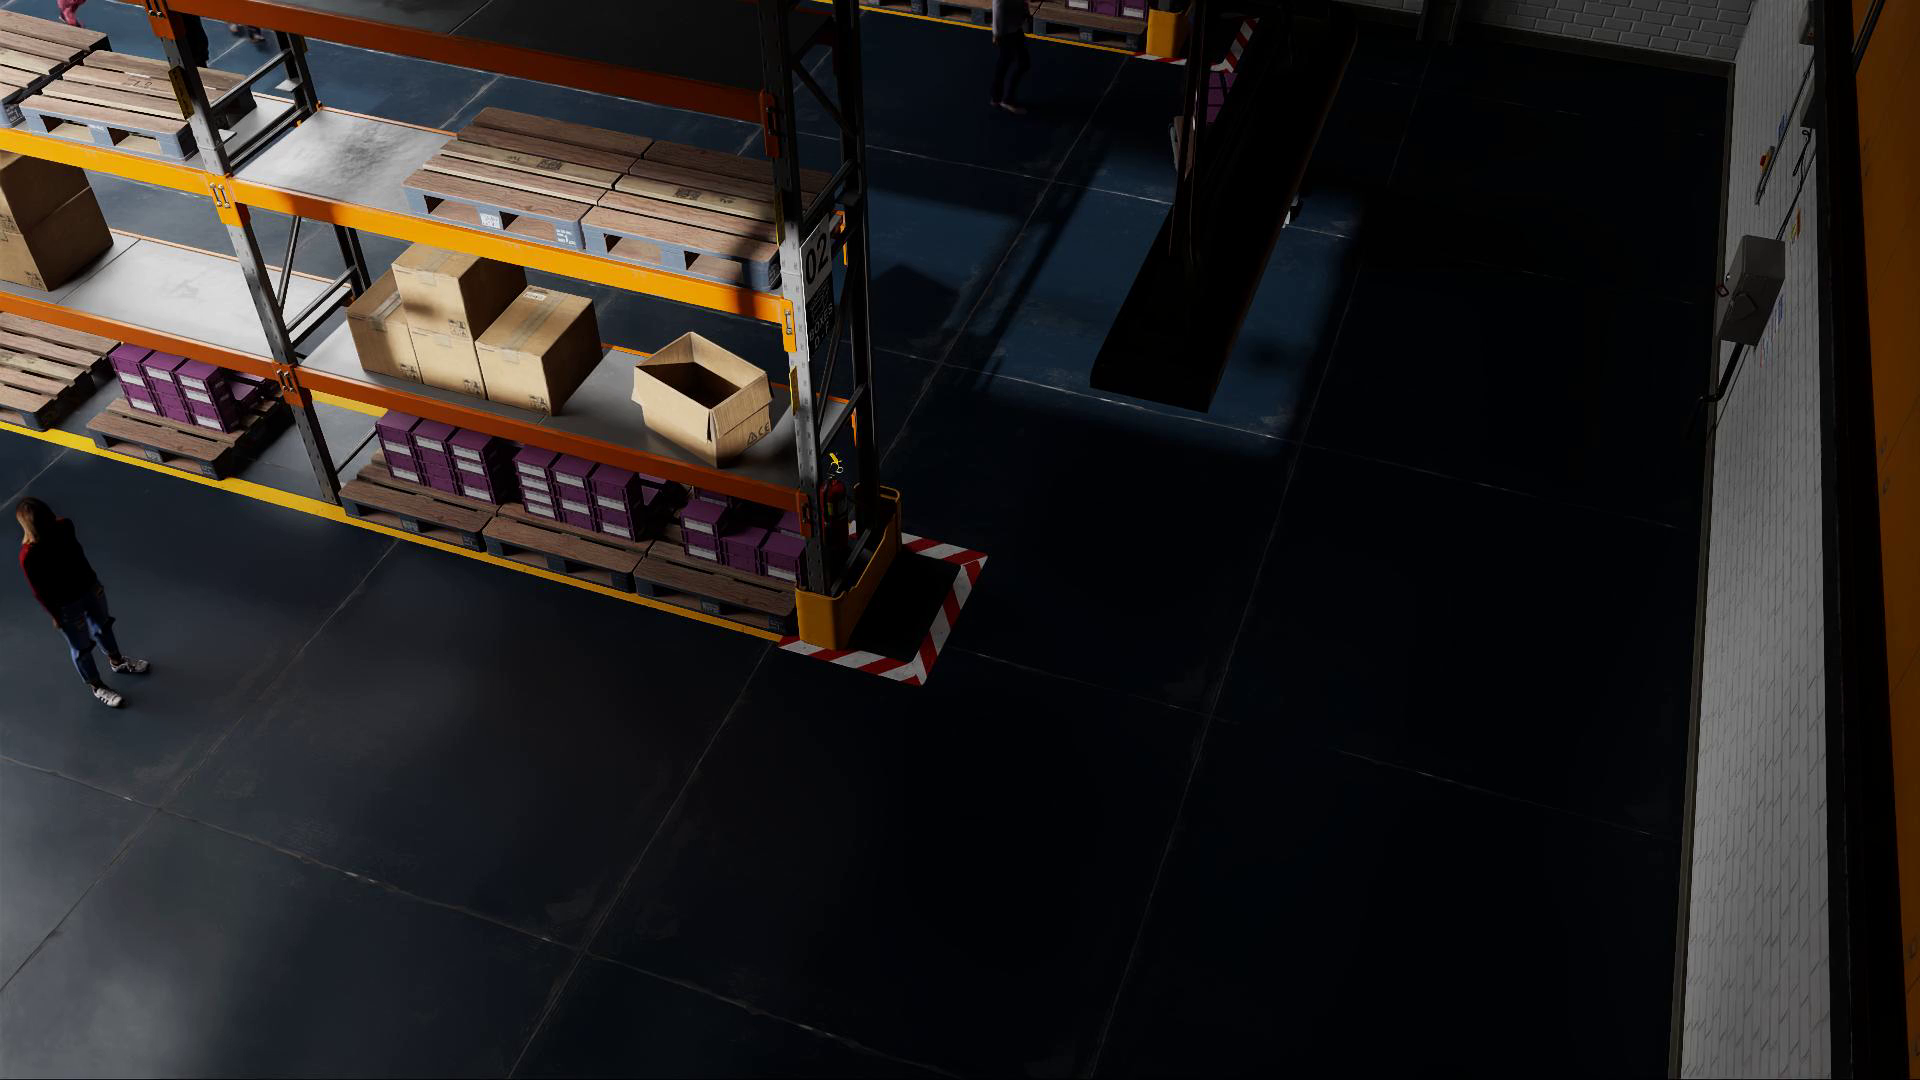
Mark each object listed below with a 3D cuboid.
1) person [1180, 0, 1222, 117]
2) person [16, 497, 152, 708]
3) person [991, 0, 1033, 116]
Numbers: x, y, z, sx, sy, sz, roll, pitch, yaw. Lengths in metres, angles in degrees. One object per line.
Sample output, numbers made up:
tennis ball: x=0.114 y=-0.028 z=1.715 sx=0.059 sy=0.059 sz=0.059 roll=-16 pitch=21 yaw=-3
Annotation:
person: x=2.345 y=-4.983 z=16.059 sx=0.626 sy=1.871 sz=0.711 roll=4 pitch=44 yaw=5
person: x=-5.659 y=0.354 z=10.628 sx=0.545 sy=1.634 sz=0.618 roll=10 pitch=45 yaw=10
person: x=0.399 y=-5.033 z=16.137 sx=0.710 sy=1.837 sz=0.733 roll=6 pitch=44 yaw=7
